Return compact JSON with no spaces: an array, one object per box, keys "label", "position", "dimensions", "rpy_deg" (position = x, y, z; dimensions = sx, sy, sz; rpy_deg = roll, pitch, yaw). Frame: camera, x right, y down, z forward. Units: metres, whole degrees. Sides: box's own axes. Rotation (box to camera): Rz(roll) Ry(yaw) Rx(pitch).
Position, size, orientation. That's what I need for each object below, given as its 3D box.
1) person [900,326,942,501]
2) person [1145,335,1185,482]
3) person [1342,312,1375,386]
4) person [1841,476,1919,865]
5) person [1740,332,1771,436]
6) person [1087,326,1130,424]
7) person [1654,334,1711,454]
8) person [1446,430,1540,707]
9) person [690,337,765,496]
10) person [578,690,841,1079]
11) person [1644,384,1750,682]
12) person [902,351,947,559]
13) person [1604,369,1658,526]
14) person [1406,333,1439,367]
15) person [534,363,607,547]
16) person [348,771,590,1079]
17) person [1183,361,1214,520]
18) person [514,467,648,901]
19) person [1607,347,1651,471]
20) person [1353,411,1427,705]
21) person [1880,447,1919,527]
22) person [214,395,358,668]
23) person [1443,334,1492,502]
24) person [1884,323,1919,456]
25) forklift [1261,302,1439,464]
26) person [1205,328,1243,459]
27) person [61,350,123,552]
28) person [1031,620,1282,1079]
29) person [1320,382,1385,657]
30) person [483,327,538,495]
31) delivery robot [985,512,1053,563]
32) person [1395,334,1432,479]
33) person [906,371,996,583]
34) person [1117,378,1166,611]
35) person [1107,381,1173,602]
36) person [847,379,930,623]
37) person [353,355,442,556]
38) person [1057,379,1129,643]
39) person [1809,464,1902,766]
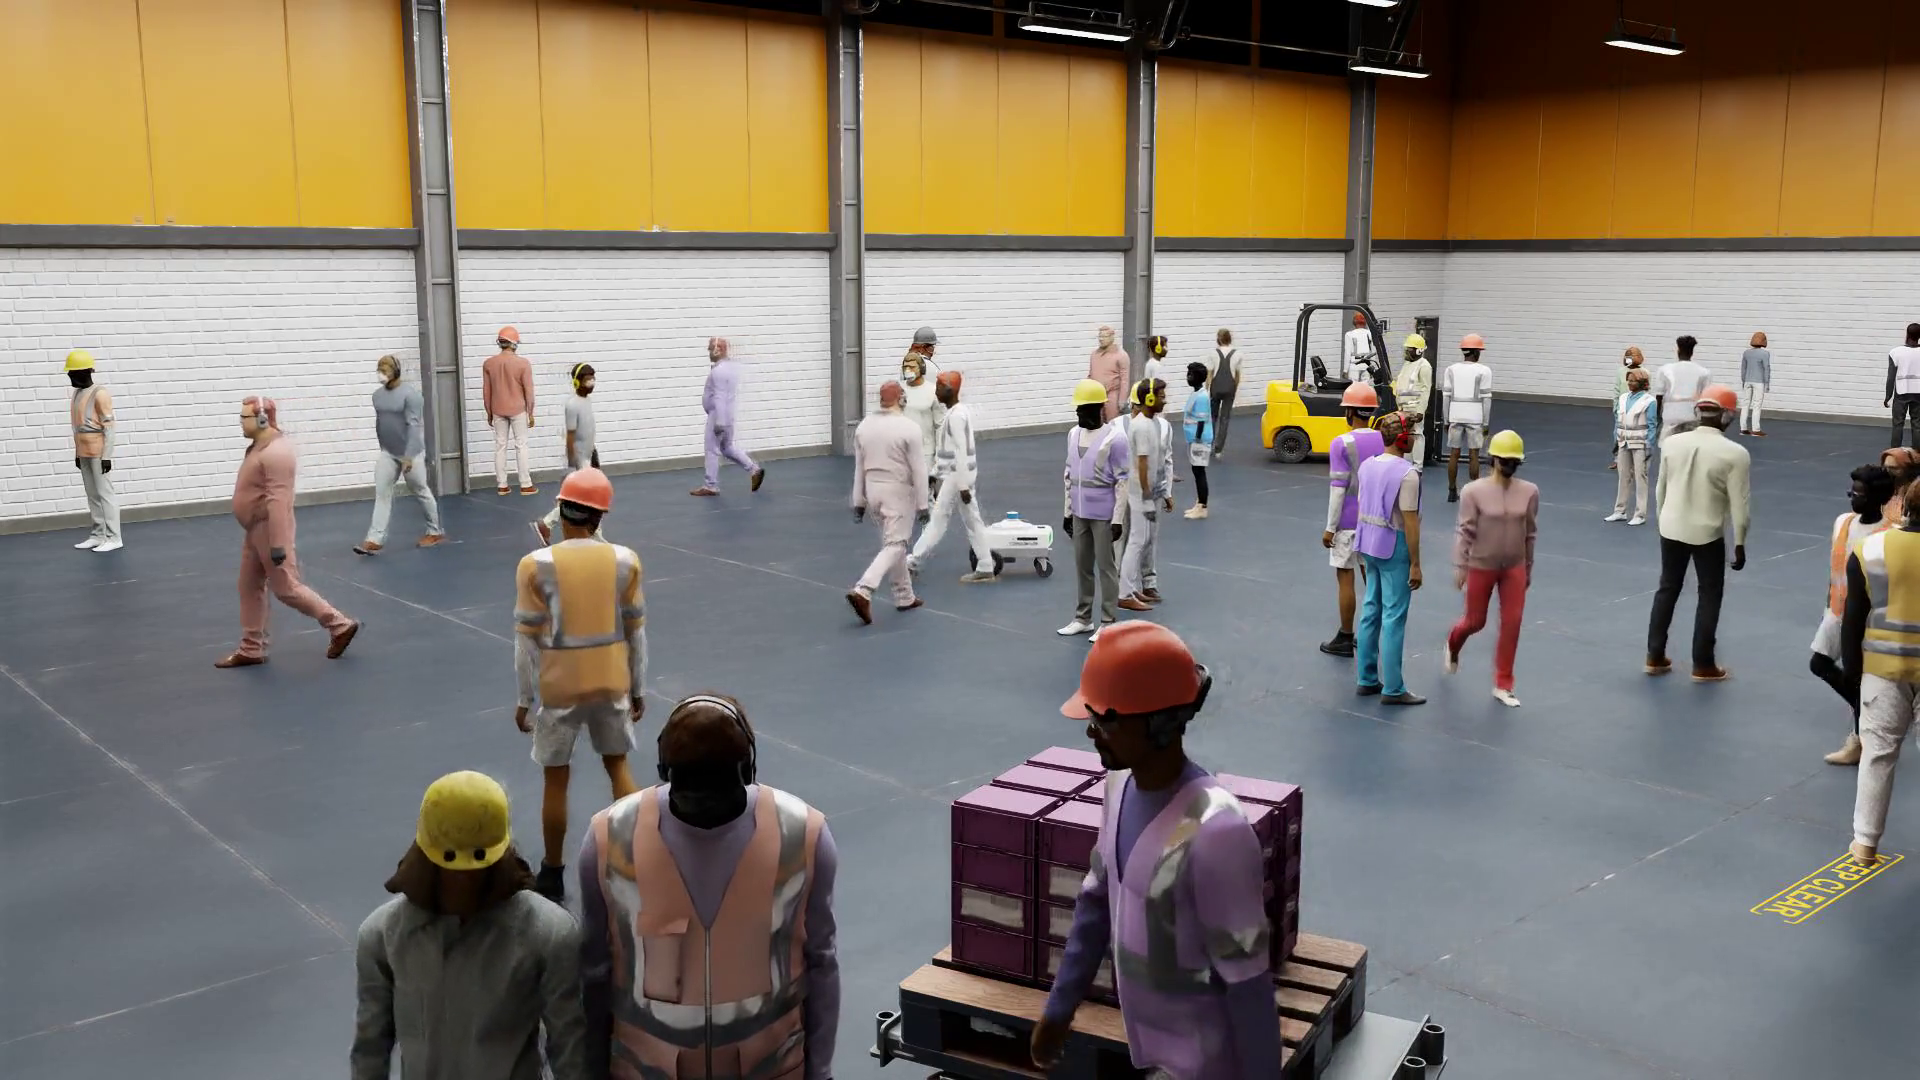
[{"label":"person","position":[-0.358,-1.372,18.619],"dimensions":[0.538,2.000,0.683],"rpy_deg":[-5,11,-28]},{"label":"person","position":[2.394,-1.615,20.606],"dimensions":[0.775,1.847,0.547],"rpy_deg":[1,10,8]},{"label":"person","position":[6.659,-2.858,27.773],"dimensions":[0.582,1.882,0.338],"rpy_deg":[-3,10,-17]},{"label":"person","position":[4.373,0.606,7.617],"dimensions":[0.621,1.845,0.429],"rpy_deg":[6,11,31]},{"label":"person","position":[12.493,-2.450,26.117],"dimensions":[0.274,1.633,0.508],"rpy_deg":[-4,11,-23]},{"label":"person","position":[1.911,-1.843,21.780],"dimensions":[0.403,1.905,0.674],"rpy_deg":[-9,13,-44]},{"label":"person","position":[8.291,-1.389,19.096],"dimensions":[0.643,1.925,0.672],"rpy_deg":[2,10,11]},{"label":"person","position":[3.385,0.146,10.612],"dimensions":[0.526,1.739,0.686],"rpy_deg":[-1,10,-5]},{"label":"person","position":[-2.748,-1.446,19.526],"dimensions":[0.799,1.880,0.653],"rpy_deg":[1,10,6]},{"label":"person","position":[-0.581,1.248,3.884],"dimensions":[0.621,1.837,0.429],"rpy_deg":[-2,10,-9]},{"label":"person","position":[4.912,-0.039,11.015],"dimensions":[0.488,1.970,0.653],"rpy_deg":[-7,12,-37]},{"label":"person","position":[-0.423,-0.788,15.495],"dimensions":[0.627,1.940,0.370],"rpy_deg":[3,10,20]},{"label":"person","position":[7.072,-0.976,17.465],"dimensions":[0.313,1.642,0.513],"rpy_deg":[-4,11,-24]},{"label":"person","position":[7.470,-2.695,27.007],"dimensions":[0.648,1.821,0.633],"rpy_deg":[-6,11,-31]},{"label":"person","position":[-3.642,-0.763,15.692],"dimensions":[0.781,1.833,0.540],"rpy_deg":[0,10,0]},{"label":"person","position":[-1.082,1.336,3.672],"dimensions":[0.513,1.728,0.343],"rpy_deg":[1,10,5]},{"label":"person","position":[2.555,-1.068,17.855],"dimensions":[0.318,1.693,0.533],"rpy_deg":[0,10,2]},{"label":"person","position":[-1.644,0.645,7.263],"dimensions":[0.573,1.909,0.456],"rpy_deg":[-5,11,-29]},{"label":"person","position":[8.801,-1.718,21.830],"dimensions":[0.285,1.633,0.501],"rpy_deg":[-7,12,-35]},{"label":"person","position":[2.698,0.113,10.488],"dimensions":[0.389,1.847,0.563],"rpy_deg":[-4,10,-21]},{"label":"person","position":[5.886,0.224,10.473],"dimensions":[0.316,1.630,0.519],"rpy_deg":[-4,10,-22]},{"label":"person","position":[-4.673,-0.060,11.425],"dimensions":[0.857,1.881,0.651],"rpy_deg":[-6,11,-31]},{"label":"person","position":[5.784,-1.380,18.975],"dimensions":[0.547,1.934,0.375],"rpy_deg":[7,12,36]},{"label":"person","position":[12.768,-1.952,22.365],"dimensions":[0.594,1.921,0.387],"rpy_deg":[2,10,14]},{"label":"forklift","position":[5.320,-2.157,22.763],"dimensions":[2.313,2.155,1.214],"rpy_deg":[3,10,16]},{"label":"person","position":[3.677,-2.049,23.254],"dimensions":[0.508,1.803,0.729],"rpy_deg":[1,10,7]},{"label":"person","position":[-8.285,-0.844,15.863],"dimensions":[0.594,1.922,0.374],"rpy_deg":[7,12,36]},{"label":"person","position":[0.398,1.169,3.865],"dimensions":[1.011,1.988,0.646],"rpy_deg":[-2,10,-13]},{"label":"person","position":[2.784,-0.144,11.728],"dimensions":[0.552,1.936,0.360],"rpy_deg":[-5,11,-27]},{"label":"person","position":[-5.300,-1.514,19.610],"dimensions":[0.612,1.986,0.401],"rpy_deg":[1,10,8]},{"label":"delivery robot","position":[0.463,-0.008,14.700],"dimensions":[0.707,0.478,0.477],"rpy_deg":[0,10,-2]},{"label":"person","position":[5.712,-1.683,21.037],"dimensions":[0.403,1.837,0.591],"rpy_deg":[-2,10,-12]},{"label":"person","position":[-0.154,-0.529,14.256],"dimensions":[0.989,1.834,0.590],"rpy_deg":[1,10,6]},{"label":"person","position":[1.448,-0.360,13.239],"dimensions":[0.352,1.854,0.583],"rpy_deg":[2,10,9]},{"label":"person","position":[1.457,-0.390,13.509],"dimensions":[0.589,1.822,0.403],"rpy_deg":[-2,10,-11]},{"label":"person","position":[-0.569,-0.313,12.941],"dimensions":[0.664,1.872,0.909],"rpy_deg":[9,13,41]},{"label":"person","position":[-5.330,-0.807,15.769],"dimensions":[0.648,1.886,1.027],"rpy_deg":[4,11,25]},{"label":"person","position":[0.962,-0.211,12.154],"dimensions":[0.384,1.924,0.593],"rpy_deg":[-8,12,-39]},{"label":"person","position":[4.976,0.417,9.174],"dimensions":[0.387,1.686,0.550],"rpy_deg":[-2,10,-11]}]
